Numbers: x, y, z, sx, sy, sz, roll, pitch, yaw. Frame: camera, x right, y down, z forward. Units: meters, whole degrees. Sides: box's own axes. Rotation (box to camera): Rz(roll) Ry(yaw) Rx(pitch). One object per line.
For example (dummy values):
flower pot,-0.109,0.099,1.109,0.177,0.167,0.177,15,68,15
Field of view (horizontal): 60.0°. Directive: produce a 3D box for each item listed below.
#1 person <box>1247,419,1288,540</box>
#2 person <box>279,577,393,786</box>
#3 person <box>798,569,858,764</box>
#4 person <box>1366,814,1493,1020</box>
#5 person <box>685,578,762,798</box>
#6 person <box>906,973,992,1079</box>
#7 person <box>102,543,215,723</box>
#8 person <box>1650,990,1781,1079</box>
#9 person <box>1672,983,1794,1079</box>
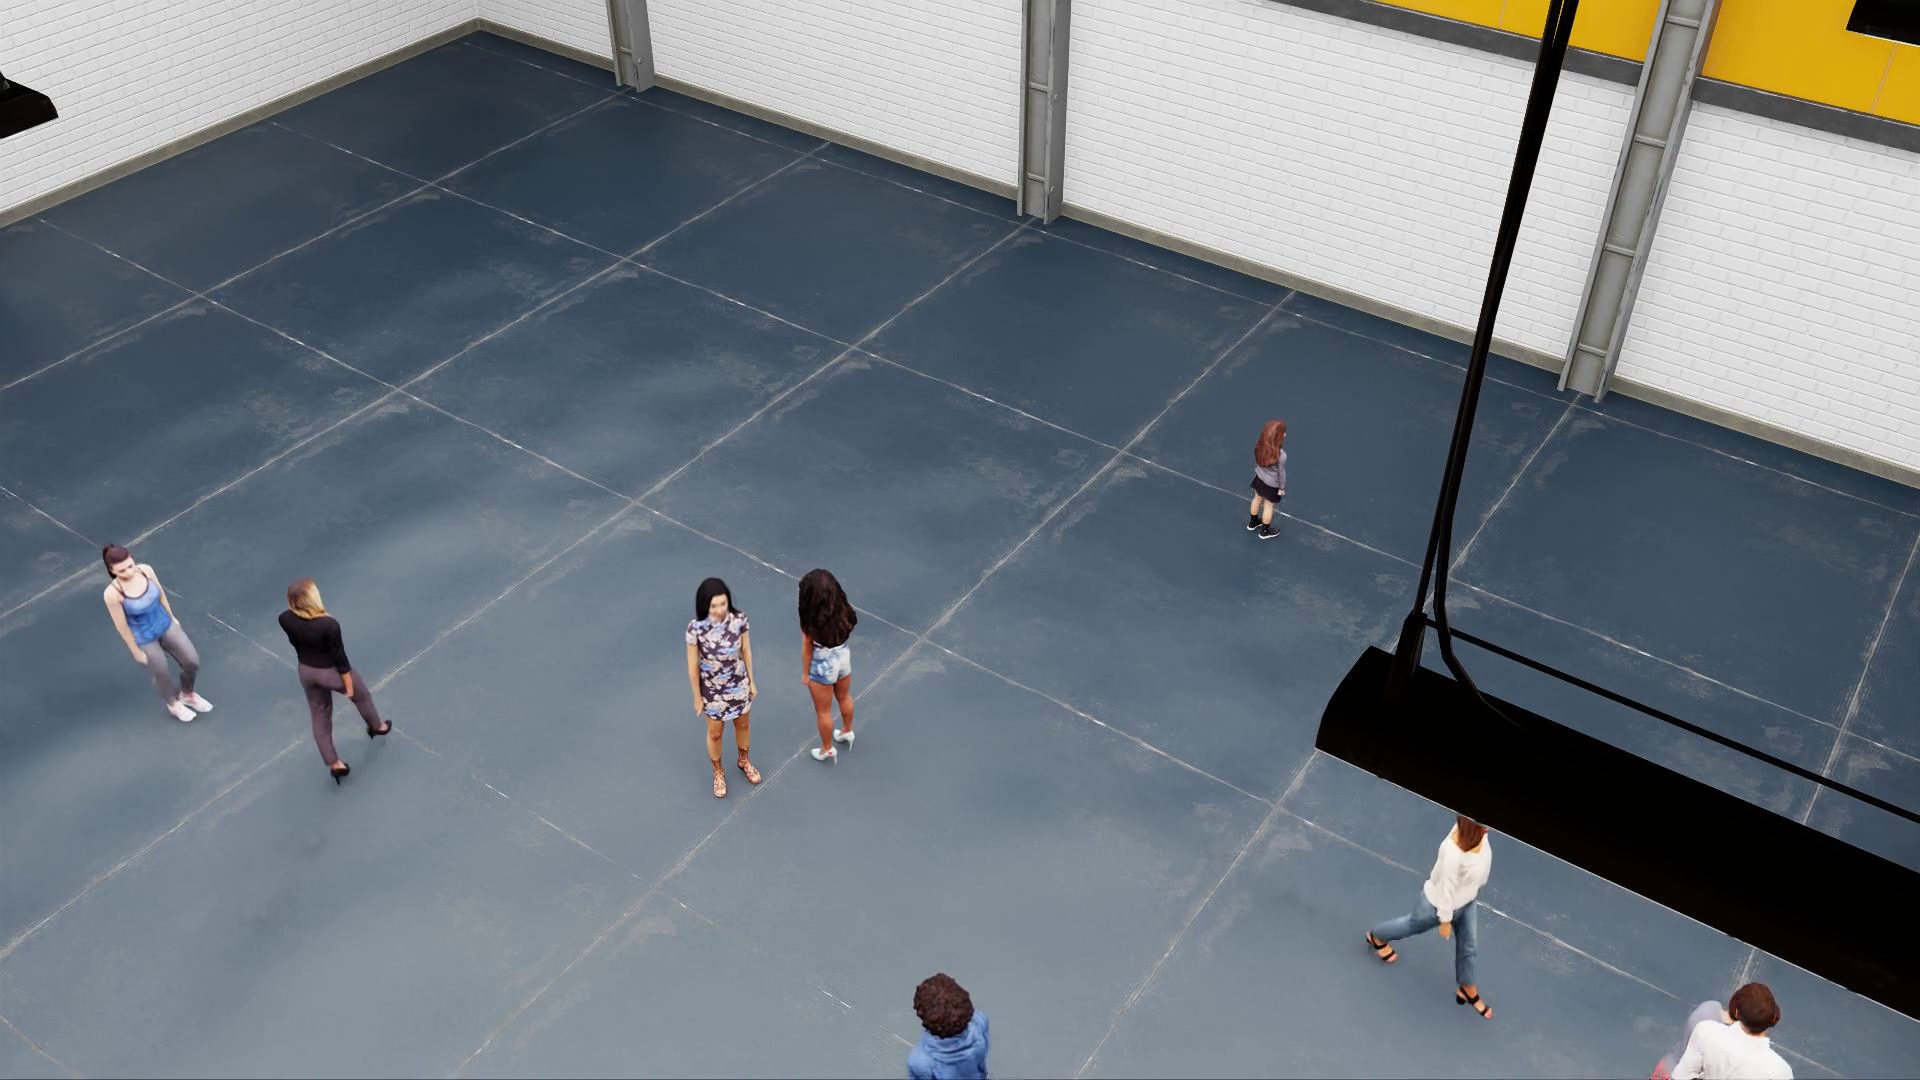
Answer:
person,2.490,-0.515,13.420,0.591,1.106,0.474,-22,44,-26
person,-4.271,0.987,11.103,0.897,1.650,0.880,5,39,6
person,-0.894,0.857,11.289,0.564,1.621,0.552,26,45,28
person,2.783,2.066,9.763,1.122,1.636,0.733,29,47,32
person,-1.569,0.966,11.062,0.673,1.734,0.679,-17,42,-21
person,-0.001,2.920,8.572,0.869,1.788,1.061,-25,45,-28
person,-5.673,0.641,11.580,0.618,1.596,0.612,18,42,21
person,3.740,2.886,8.755,1.032,1.613,0.924,-6,39,-7
person,3.793,3.016,8.429,1.045,1.816,1.284,-24,44,-27
